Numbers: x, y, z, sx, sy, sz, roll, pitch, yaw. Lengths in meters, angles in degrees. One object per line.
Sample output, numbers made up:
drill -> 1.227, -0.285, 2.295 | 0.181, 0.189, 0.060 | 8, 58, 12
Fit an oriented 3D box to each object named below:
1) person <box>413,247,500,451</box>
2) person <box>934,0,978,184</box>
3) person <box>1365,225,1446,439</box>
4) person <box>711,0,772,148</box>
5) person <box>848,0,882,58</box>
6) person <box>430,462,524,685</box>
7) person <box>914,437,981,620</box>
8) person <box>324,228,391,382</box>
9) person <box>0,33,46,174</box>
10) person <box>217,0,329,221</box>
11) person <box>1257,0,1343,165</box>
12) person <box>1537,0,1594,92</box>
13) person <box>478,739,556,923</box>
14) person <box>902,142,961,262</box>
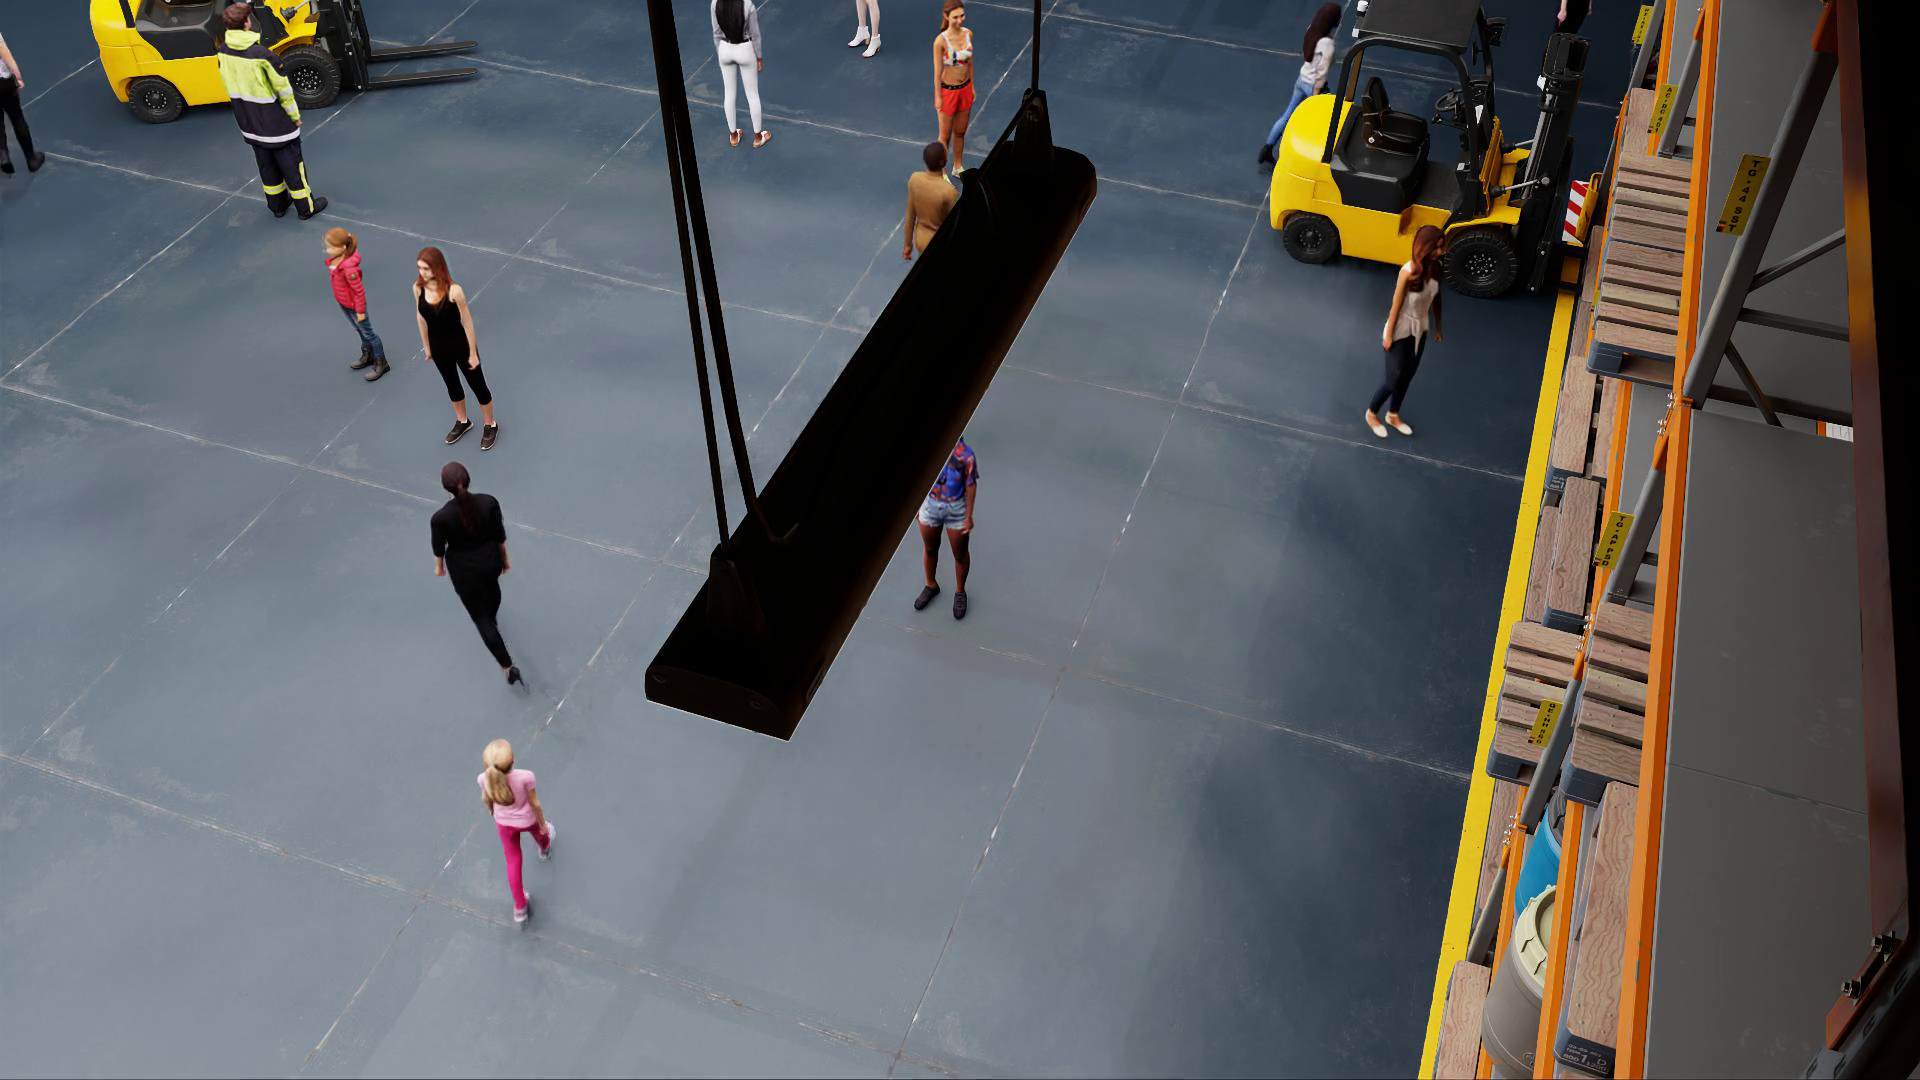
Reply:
person -> -3.718, -1.422, 12.231 | 0.589, 1.725, 0.527 | 11, 45, 11
person -> -0.053, -3.995, 14.884 | 0.655, 1.790, 0.742 | -26, 50, -25
person -> 3.279, -1.573, 12.350 | 0.717, 1.779, 0.801 | -24, 49, -23
person -> -2.060, -4.483, 15.444 | 0.617, 1.724, 0.545 | 8, 44, 8
person -> -0.979, -5.786, 16.738 | 0.691, 1.827, 0.674 | -26, 49, -25
person -> -3.044, 0.244, 10.555 | 1.084, 1.624, 1.037 | -27, 50, -25
person -> -0.094, -0.194, 10.929 | 0.582, 1.742, 0.503 | 13, 45, 13
person -> -4.729, -1.861, 12.987 | 0.616, 1.317, 0.589 | -34, 53, -31
person -> -8.747, -4.100, 14.951 | 0.874, 1.849, 0.957 | -5, 44, -5
person -> -6.041, -3.722, 14.458 | 0.795, 1.982, 0.670 | 9, 44, 10
person -> 3.118, -4.087, 15.130 | 1.135, 1.584, 1.115 | -15, 46, -15
person -> 5.978, -5.231, 16.217 | 0.651, 1.742, 0.728 | -22, 48, -21
person -> -2.514, 1.628, 9.380 | 0.736, 1.240, 0.984 | -2, 44, -2
person -> -0.251, -2.243, 13.063 | 0.942, 1.765, 1.304 | 29, 51, 27
